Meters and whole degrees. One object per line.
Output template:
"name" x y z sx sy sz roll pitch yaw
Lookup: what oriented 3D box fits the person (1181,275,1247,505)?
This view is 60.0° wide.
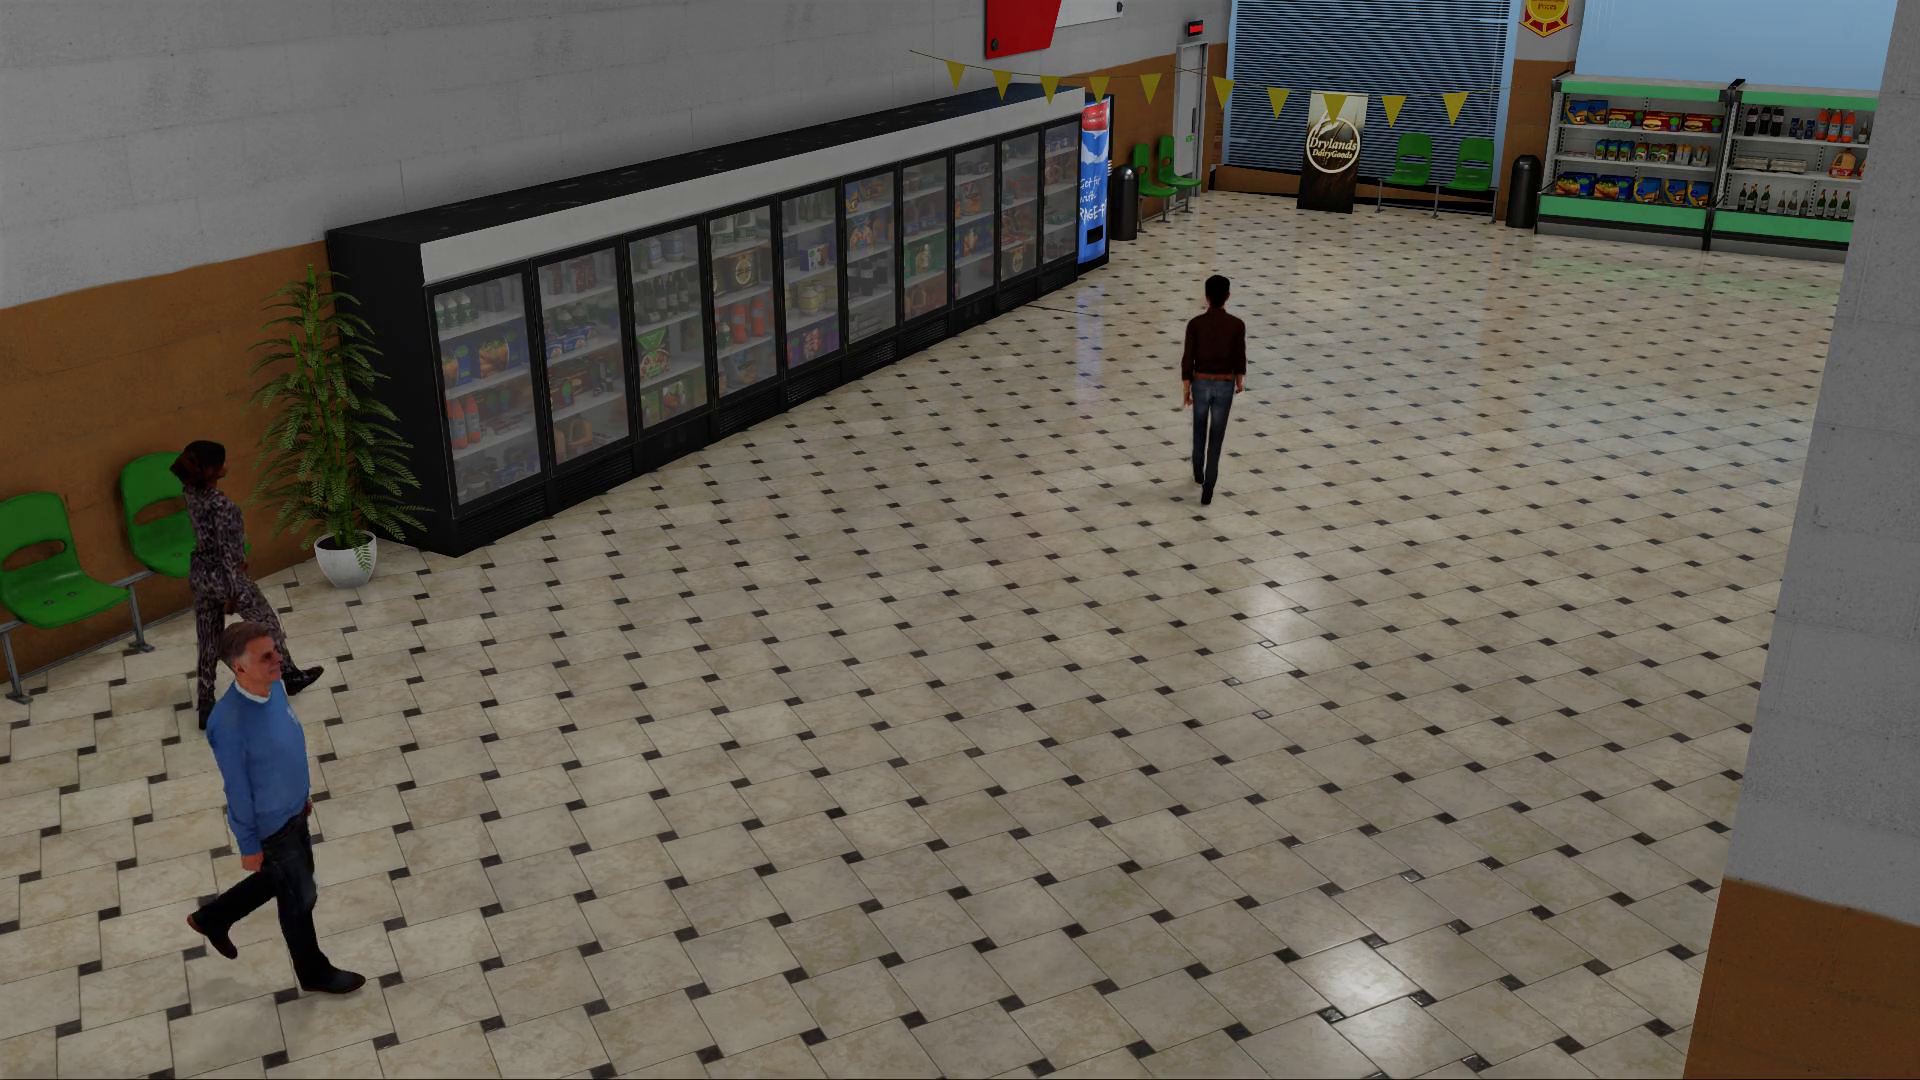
"person" 1.958 -1.127 12.875 0.955 1.750 0.889 4 22 11

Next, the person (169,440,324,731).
"person" -4.286 0.284 9.455 0.953 1.681 0.678 14 26 32

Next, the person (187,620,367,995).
"person" -3.032 1.163 7.114 1.128 1.795 0.977 0 22 0
